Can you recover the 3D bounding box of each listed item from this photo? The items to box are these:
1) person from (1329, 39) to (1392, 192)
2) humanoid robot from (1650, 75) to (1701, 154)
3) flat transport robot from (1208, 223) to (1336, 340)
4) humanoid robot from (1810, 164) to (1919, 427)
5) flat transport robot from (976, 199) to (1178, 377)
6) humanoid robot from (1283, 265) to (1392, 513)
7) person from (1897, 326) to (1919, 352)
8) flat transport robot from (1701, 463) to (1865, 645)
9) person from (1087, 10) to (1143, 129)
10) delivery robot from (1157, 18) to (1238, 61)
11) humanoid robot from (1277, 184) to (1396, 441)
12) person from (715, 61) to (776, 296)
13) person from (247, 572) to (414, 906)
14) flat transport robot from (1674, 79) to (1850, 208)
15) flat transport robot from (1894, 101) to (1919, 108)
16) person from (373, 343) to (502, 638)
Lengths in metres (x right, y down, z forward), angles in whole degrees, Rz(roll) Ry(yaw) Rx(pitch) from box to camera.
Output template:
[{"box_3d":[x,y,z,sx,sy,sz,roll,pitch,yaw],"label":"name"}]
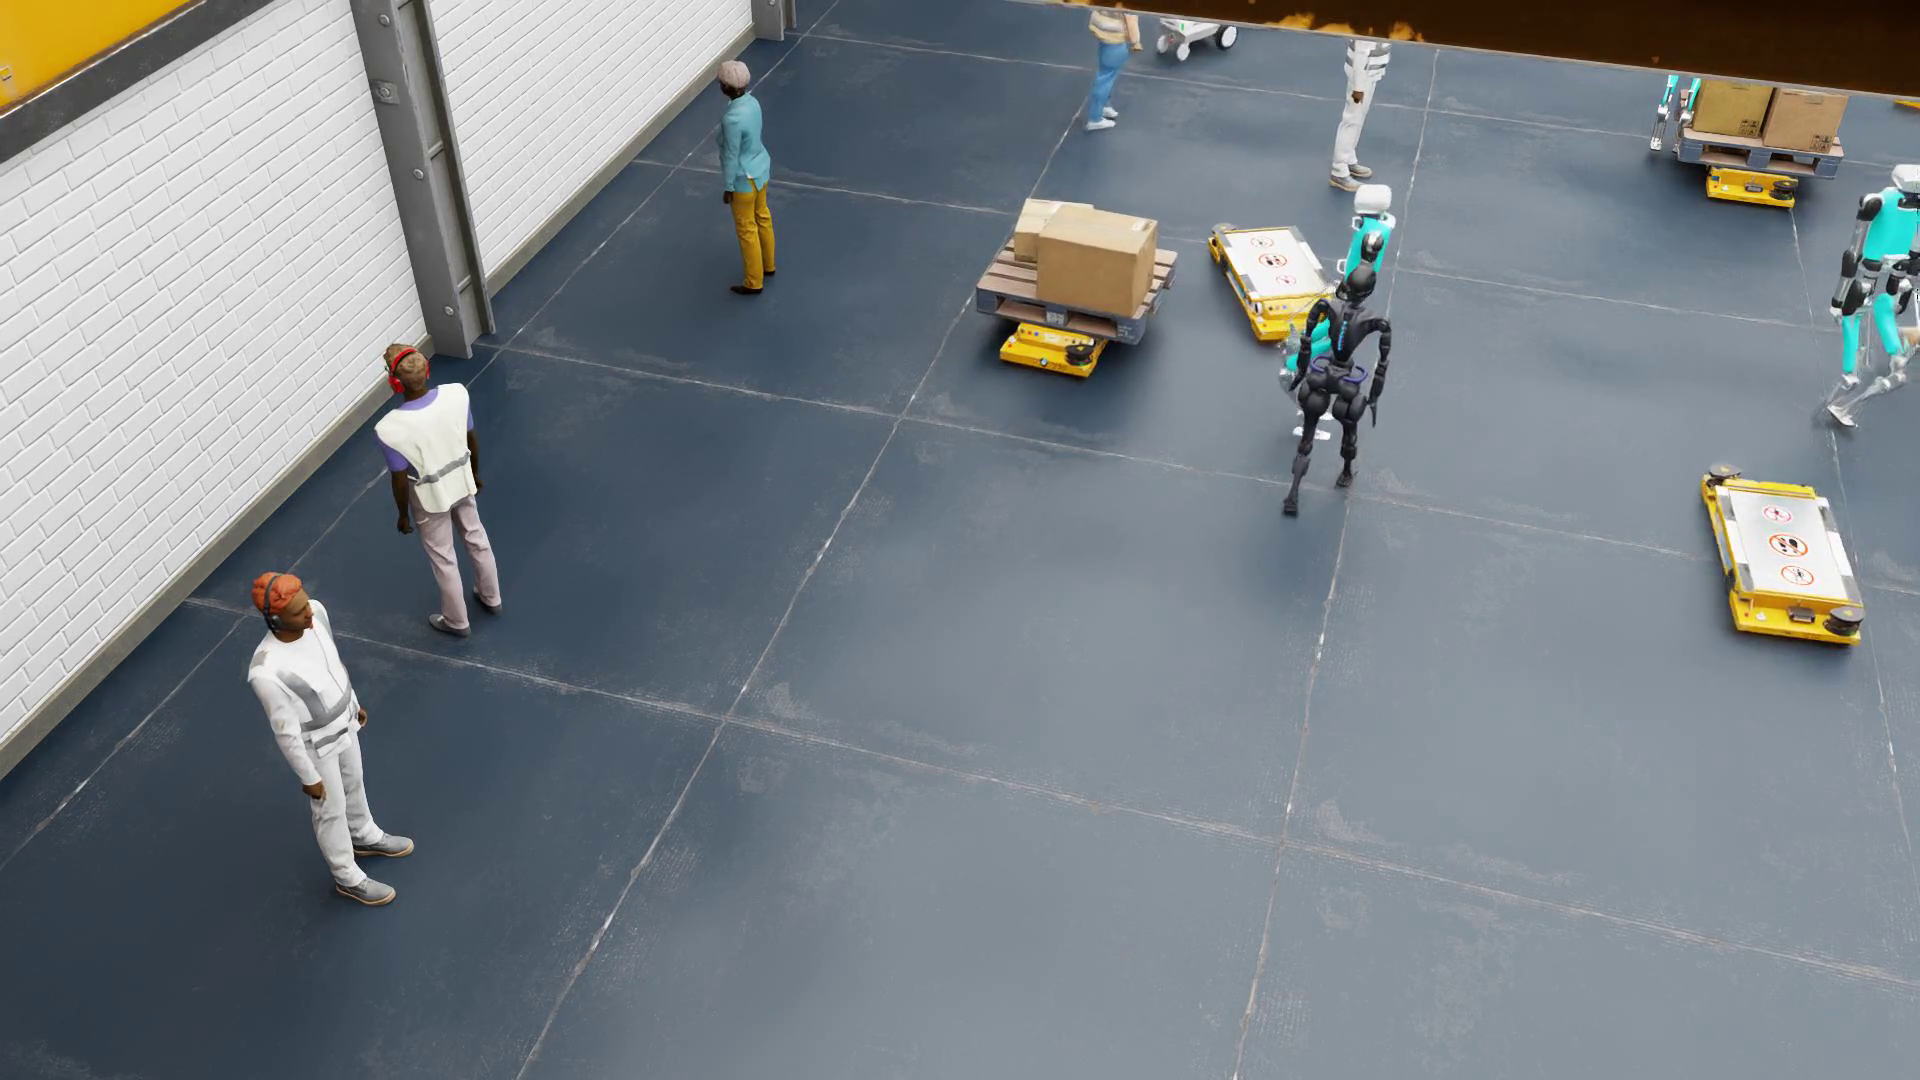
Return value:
[{"box_3d":[3.269,-3.755,13.387,0.343,1.881,0.578,17,42,20],"label":"person"},{"box_3d":[5.996,-3.960,13.652,0.533,1.677,0.735,20,43,23],"label":"humanoid robot"},{"box_3d":[2.360,-1.957,12.438,0.659,0.231,1.431,-5,39,-7],"label":"flat transport robot"},{"box_3d":[5.924,-1.433,10.641,0.552,1.816,0.783,-4,39,-5],"label":"humanoid robot"},{"box_3d":[0.841,-1.674,12.086,0.659,0.231,1.431,14,41,17],"label":"flat transport robot"},{"box_3d":[2.280,-0.945,10.089,0.586,1.640,0.720,20,43,23],"label":"humanoid robot"},{"box_3d":[6.893,-1.863,11.188,0.631,1.680,0.524,15,41,18],"label":"person"},{"box_3d":[4.886,0.063,9.926,0.659,0.231,1.431,7,39,9],"label":"flat transport robot"},{"box_3d":[1.335,-4.338,14.252,0.506,1.698,0.516,-14,41,-16],"label":"person"},{"box_3d":[2.254,-4.959,15.933,0.756,0.580,0.499,-27,46,-29],"label":"delivery robot"},{"box_3d":[2.320,-1.462,10.641,0.684,1.769,0.531,9,40,11],"label":"humanoid robot"},{"box_3d":[-1.568,-2.628,12.094,0.344,1.748,0.529,10,40,12],"label":"person"},{"box_3d":[-2.893,0.899,7.601,0.356,1.882,0.574,3,39,3],"label":"person"},{"box_3d":[6.638,-3.228,14.019,0.659,0.231,1.431,11,40,13],"label":"flat transport robot"},{"box_3d":[9.137,-4.273,15.319,0.659,0.231,1.431,24,45,27],"label":"flat transport robot"},{"box_3d":[-2.824,-0.251,9.056,0.390,1.849,0.564,26,45,28],"label":"person"}]
